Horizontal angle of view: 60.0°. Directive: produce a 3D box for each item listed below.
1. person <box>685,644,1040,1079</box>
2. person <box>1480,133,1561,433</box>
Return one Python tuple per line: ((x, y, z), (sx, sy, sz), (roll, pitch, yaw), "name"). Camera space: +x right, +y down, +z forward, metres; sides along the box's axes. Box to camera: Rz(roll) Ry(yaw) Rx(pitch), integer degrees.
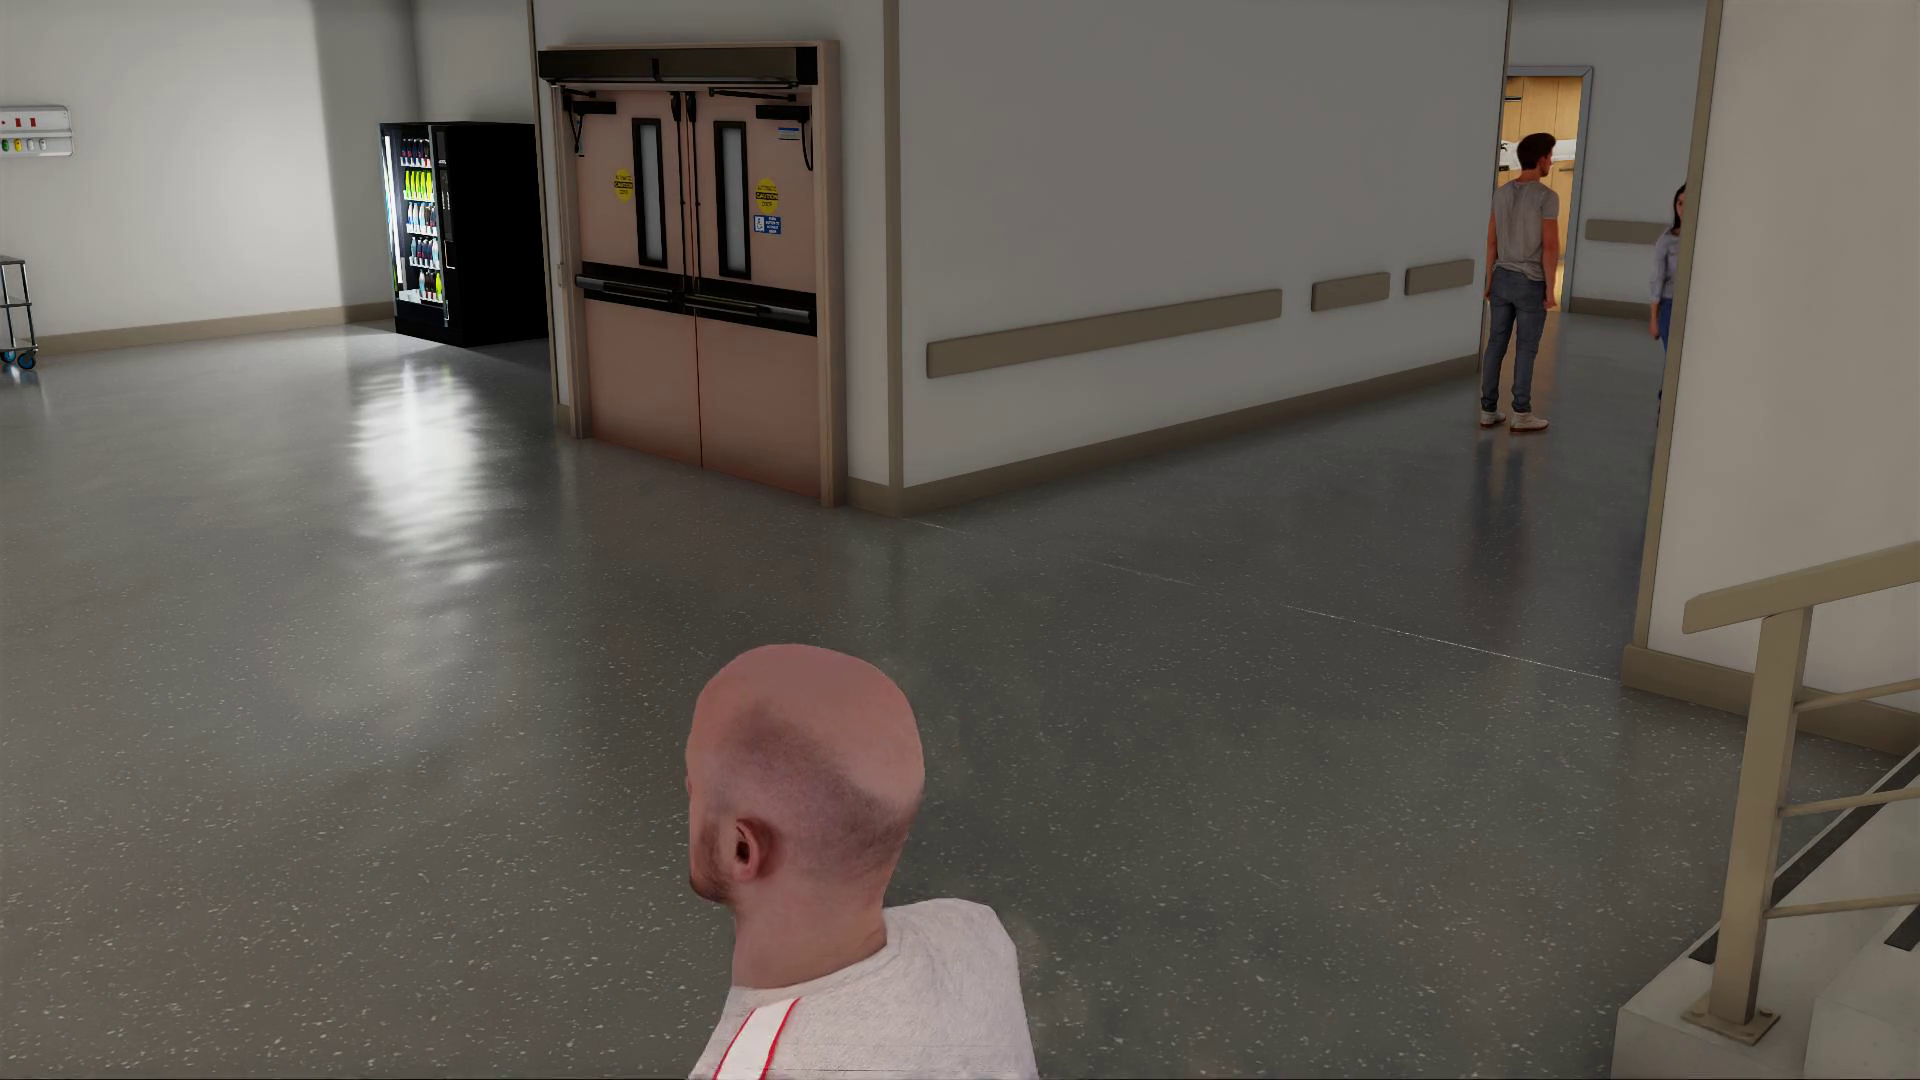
((-0.029, 0.985, 1.508), (1.220, 1.808, 0.900), (8, 18, 26), "person")
((3.613, -1.660, 10.744), (0.741, 1.888, 0.518), (-12, 20, -37), "person")
